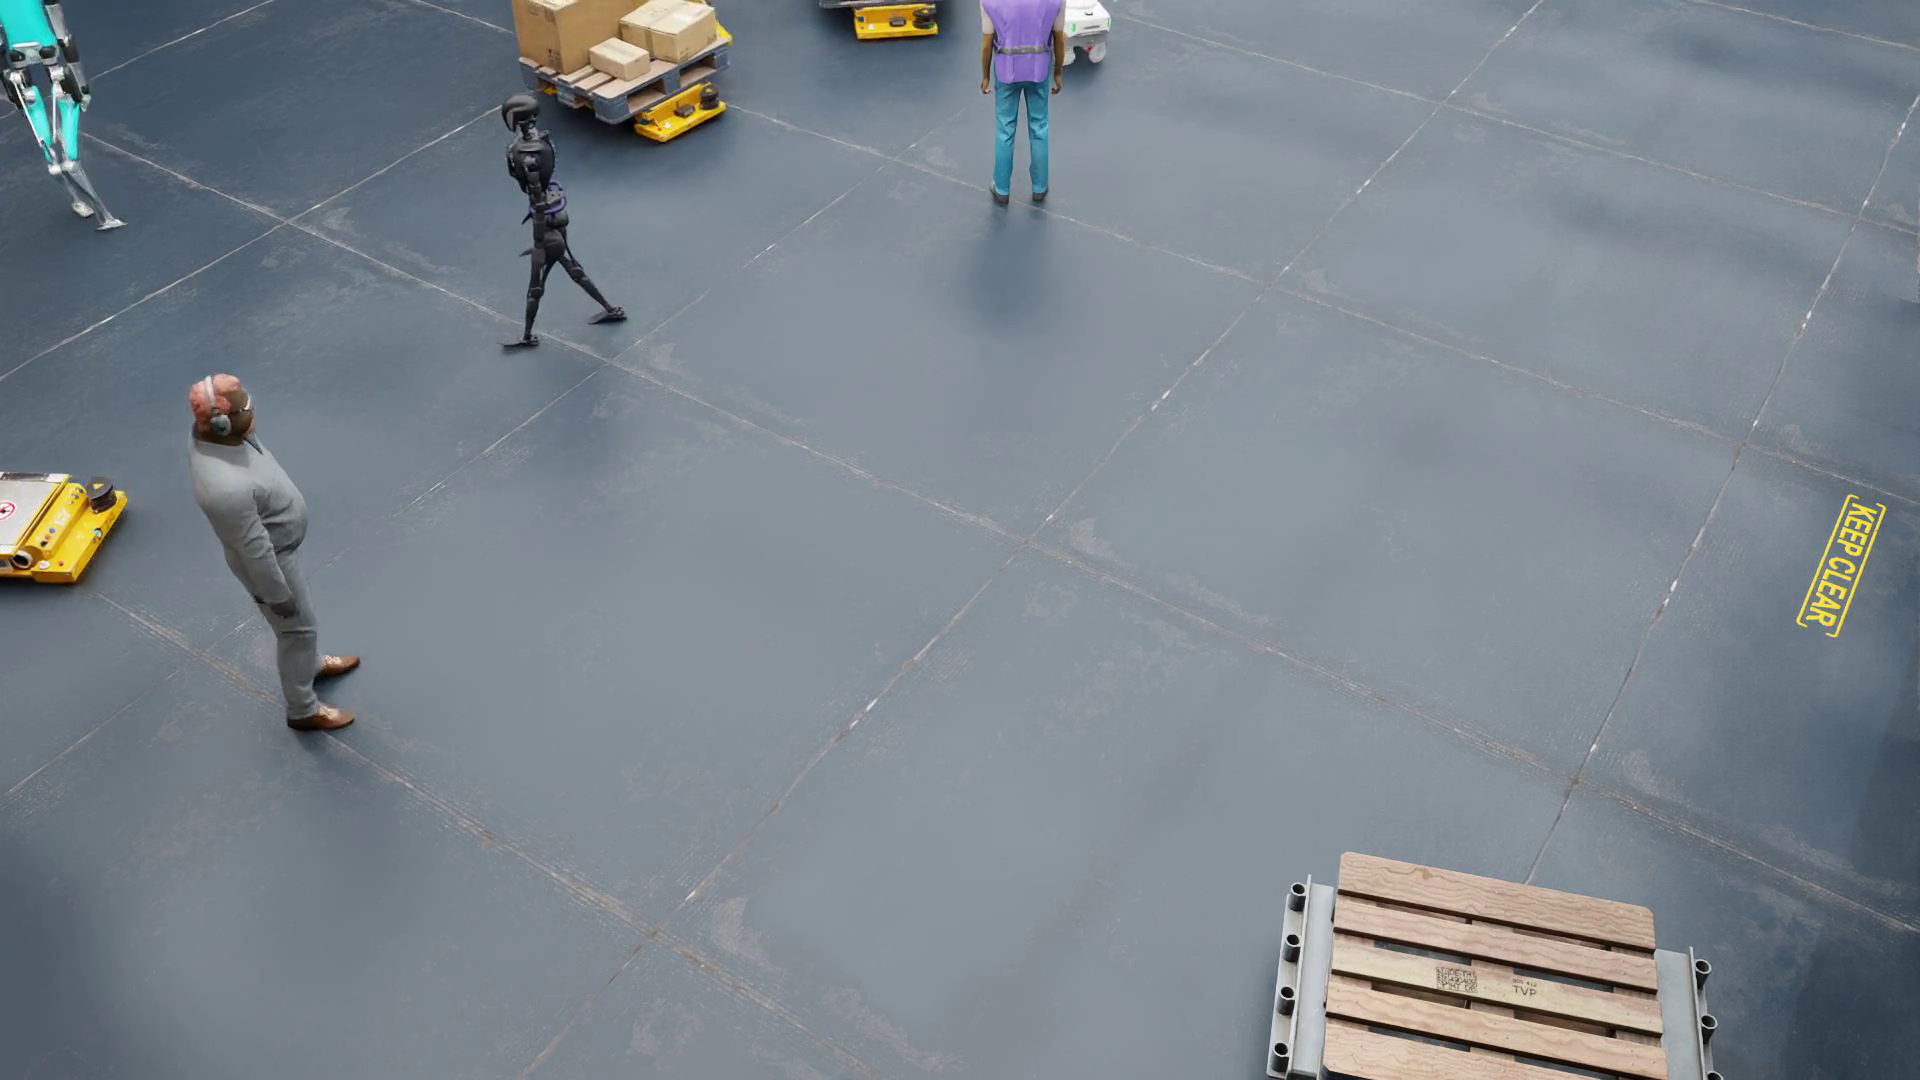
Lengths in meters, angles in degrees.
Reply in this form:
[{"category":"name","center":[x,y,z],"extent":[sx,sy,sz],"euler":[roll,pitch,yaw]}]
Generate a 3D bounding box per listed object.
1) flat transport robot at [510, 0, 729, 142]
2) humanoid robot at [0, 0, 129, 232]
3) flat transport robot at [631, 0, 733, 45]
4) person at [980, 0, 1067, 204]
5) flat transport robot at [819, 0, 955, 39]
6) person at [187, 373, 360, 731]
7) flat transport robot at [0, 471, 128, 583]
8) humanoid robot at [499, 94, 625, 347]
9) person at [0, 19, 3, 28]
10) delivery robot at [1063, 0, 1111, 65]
[{"category":"flat transport robot","center":[-2.518,-3.415,12.601],"extent":[1.431,0.231,0.659],"euler":[28,49,28]},{"category":"humanoid robot","center":[-5.976,-2.826,10.843],"extent":[0.583,1.777,0.880],"euler":[-8,42,-8]},{"category":"flat transport robot","center":[-2.604,-4.001,13.257],"extent":[1.431,0.231,0.659],"euler":[-19,45,-20]},{"category":"person","center":[0.411,-3.091,11.052],"extent":[0.563,1.849,0.390],"euler":[-3,42,-3]},{"category":"flat transport robot","center":[-0.604,-4.586,13.911],"extent":[0.659,0.231,1.431],"euler":[-6,42,-6]},{"category":"person","center":[-3.099,0.060,7.490],"extent":[0.404,1.910,0.660],"euler":[-18,45,-19]},{"category":"flat transport robot","center":[-5.296,-0.078,8.867],"extent":[1.431,0.231,0.659],"euler":[2,42,2]},{"category":"humanoid robot","center":[-2.479,-1.898,9.880],"extent":[0.787,1.623,0.599],"euler":[-9,43,-10]},{"category":"person","center":[-8.010,-5.156,13.367],"extent":[0.495,1.844,0.822],"euler":[0,42,0]},{"category":"delivery robot","center":[0.903,-4.144,13.216],"extent":[0.525,0.612,0.784],"euler":[-11,43,-12]}]
